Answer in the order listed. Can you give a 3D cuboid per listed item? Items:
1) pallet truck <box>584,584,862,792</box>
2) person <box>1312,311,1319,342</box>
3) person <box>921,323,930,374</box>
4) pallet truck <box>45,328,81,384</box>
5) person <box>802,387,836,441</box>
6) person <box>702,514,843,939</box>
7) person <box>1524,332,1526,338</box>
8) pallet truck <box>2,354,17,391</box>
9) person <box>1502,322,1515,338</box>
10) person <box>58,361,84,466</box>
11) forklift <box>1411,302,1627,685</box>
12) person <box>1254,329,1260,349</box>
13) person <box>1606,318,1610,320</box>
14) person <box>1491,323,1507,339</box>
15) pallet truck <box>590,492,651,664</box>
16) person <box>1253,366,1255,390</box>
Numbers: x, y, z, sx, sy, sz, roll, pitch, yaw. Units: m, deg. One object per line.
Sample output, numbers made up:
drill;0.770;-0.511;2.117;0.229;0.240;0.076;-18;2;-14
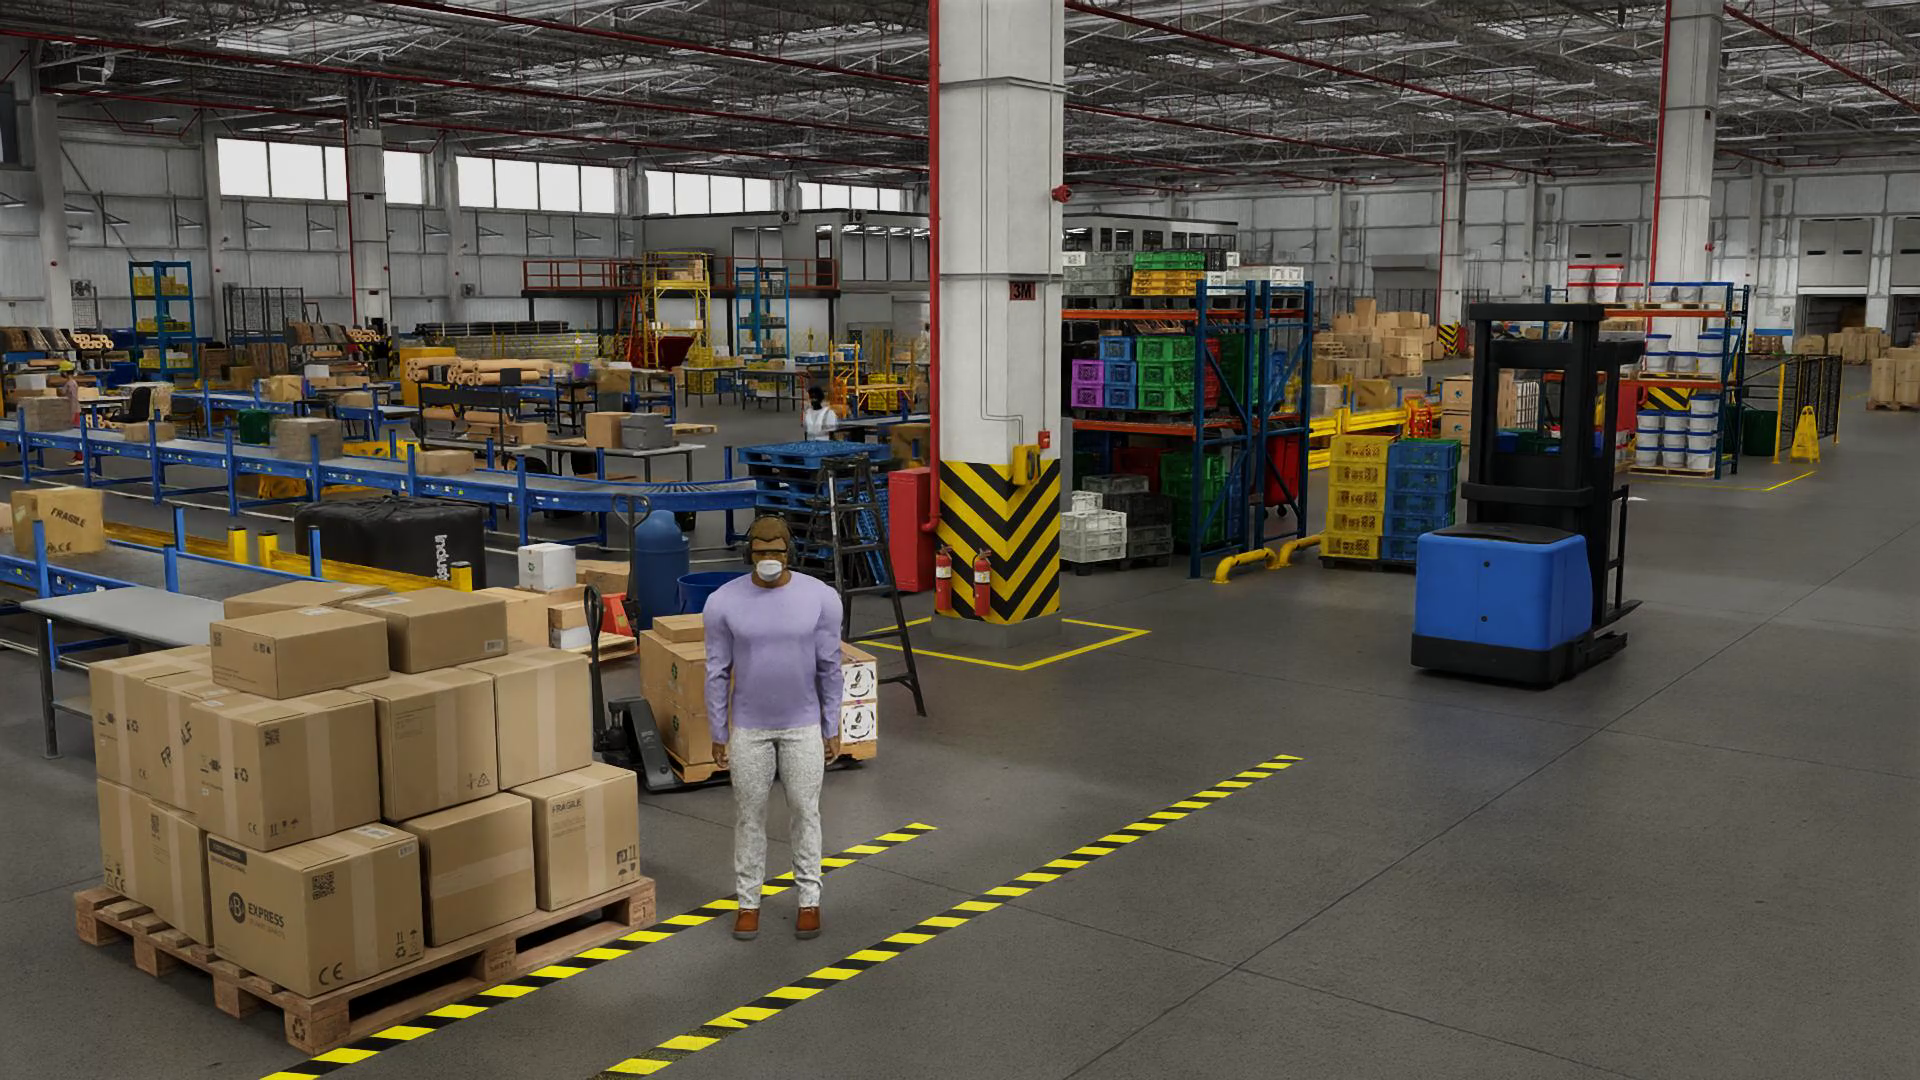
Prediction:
pallet truck;-1.426;0.805;10.019;1.601;1.201;0.680;-4;9;-26
person;18.423;-10.883;86.259;0.608;1.987;0.391;7;11;40
person;-1.104;-6.821;59.348;0.584;1.845;0.903;-8;11;-42
pallet truck;-23.775;-4.544;43.495;1.885;1.965;0.823;6;10;35
person;-1.873;-1.238;22.352;0.533;1.658;0.855;3;9;21
person;-0.832;0.838;7.462;0.623;1.932;0.372;-1;8;-7
person;17.350;-5.520;50.867;0.544;1.748;0.615;6;11;36
pallet truck;-24.881;-4.417;42.634;1.885;1.965;0.823;8;11;41
person;16.968;-5.779;51.841;0.613;1.991;0.392;8;11;42
person;-14.968;-2.133;28.007;0.305;1.771;0.525;-5;10;-32
forklift;4.379;-0.438;12.852;1.129;2.768;1.873;7;11;37
person;15.461;-10.838;86.448;0.429;1.841;0.634;6;10;33
person;26.212;-8.001;67.069;0.832;1.910;0.662;2;9;16
person;16.037;-5.460;49.525;0.538;2.000;0.695;-7;11;-40
pallet truck;-3.115;0.344;12.883;0.653;1.274;1.630;7;11;37
person;5.183;-2.448;30.079;0.606;1.795;0.913;6;10;36
